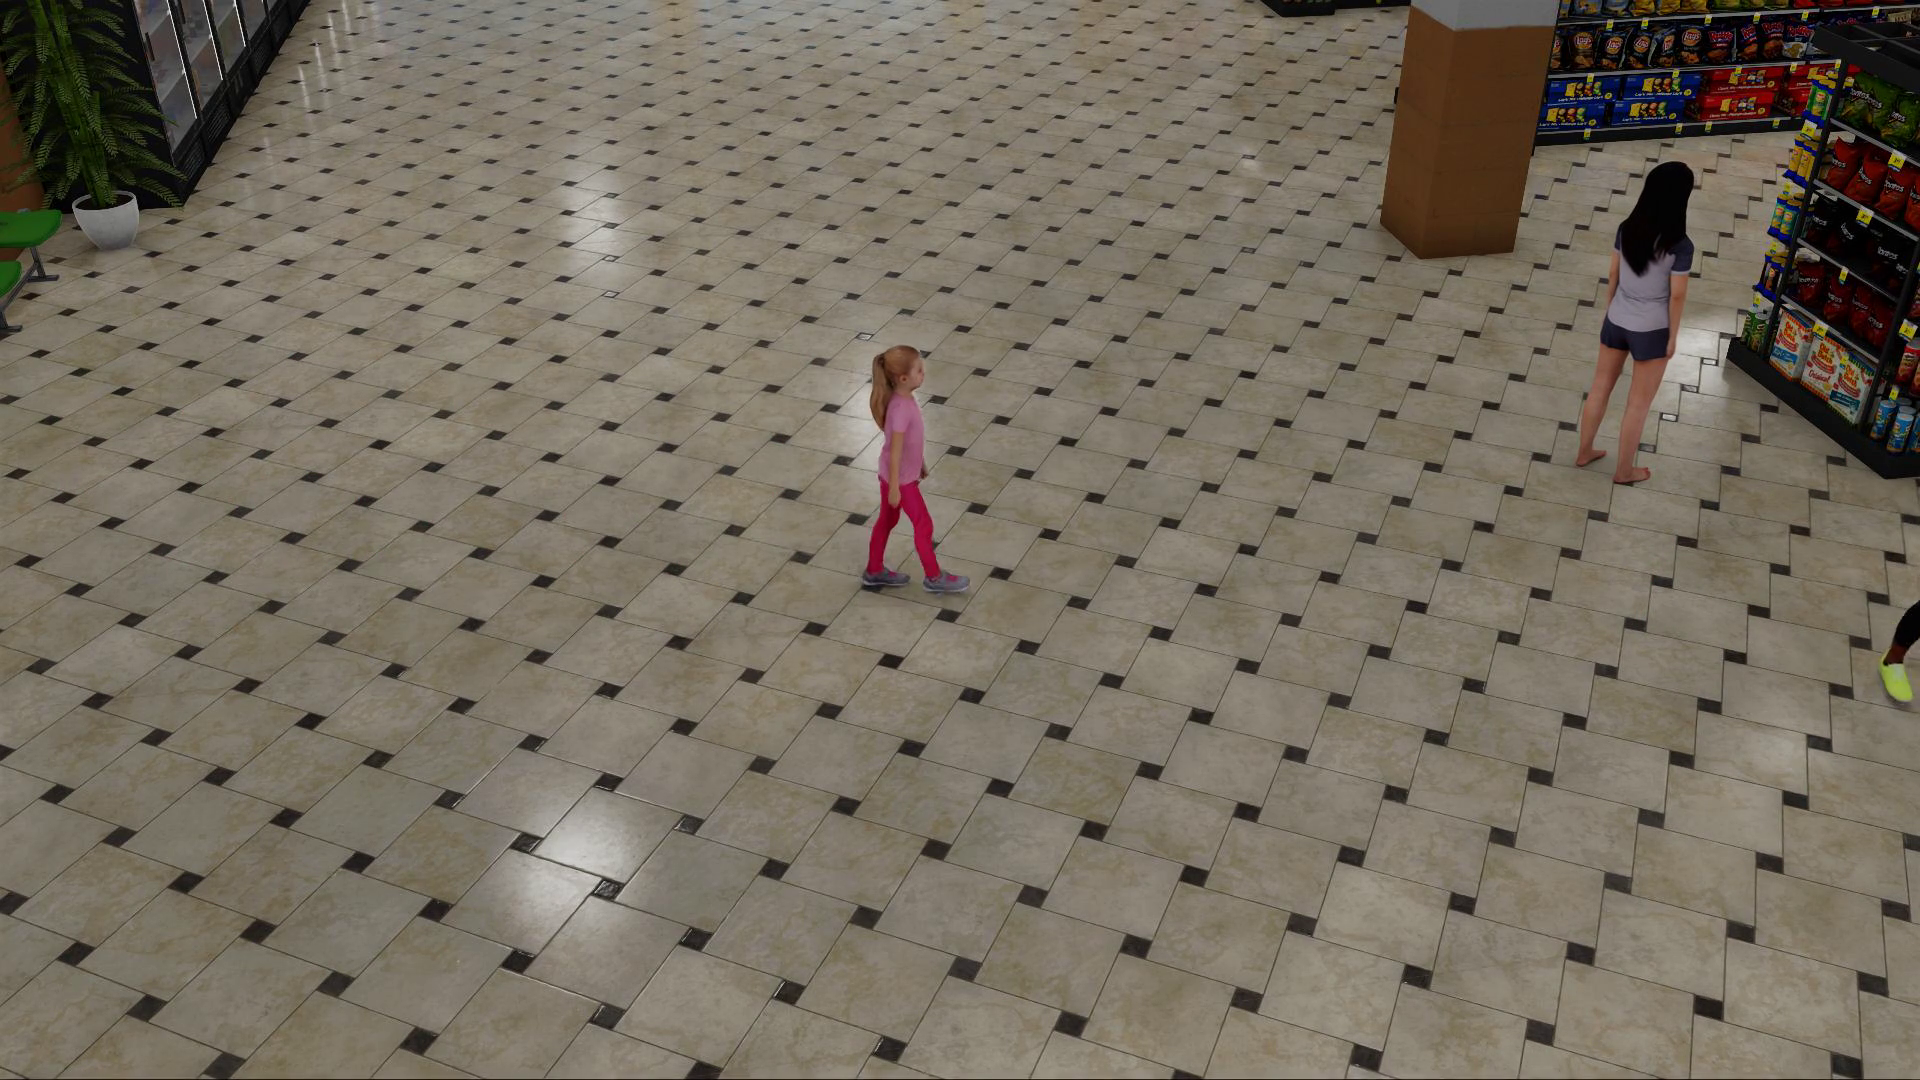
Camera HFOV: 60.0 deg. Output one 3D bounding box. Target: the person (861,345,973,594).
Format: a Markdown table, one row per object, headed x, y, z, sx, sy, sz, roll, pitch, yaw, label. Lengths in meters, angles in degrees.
| x | y | z | sx | sy | sz | roll | pitch | yaw | label |
| --- | --- | --- | --- | --- | --- | --- | --- | --- | --- |
| -0.337 | -0.302 | 7.642 | 0.776 | 1.253 | 0.570 | -1 | 32 | -1 | person |

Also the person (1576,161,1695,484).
| x | y | z | sx | sy | sz | roll | pitch | yaw | label |
| --- | --- | --- | --- | --- | --- | --- | --- | --- | --- |
| 3.468 | -1.111 | 8.512 | 0.649 | 1.706 | 0.665 | -18 | 36 | -26 | person |
